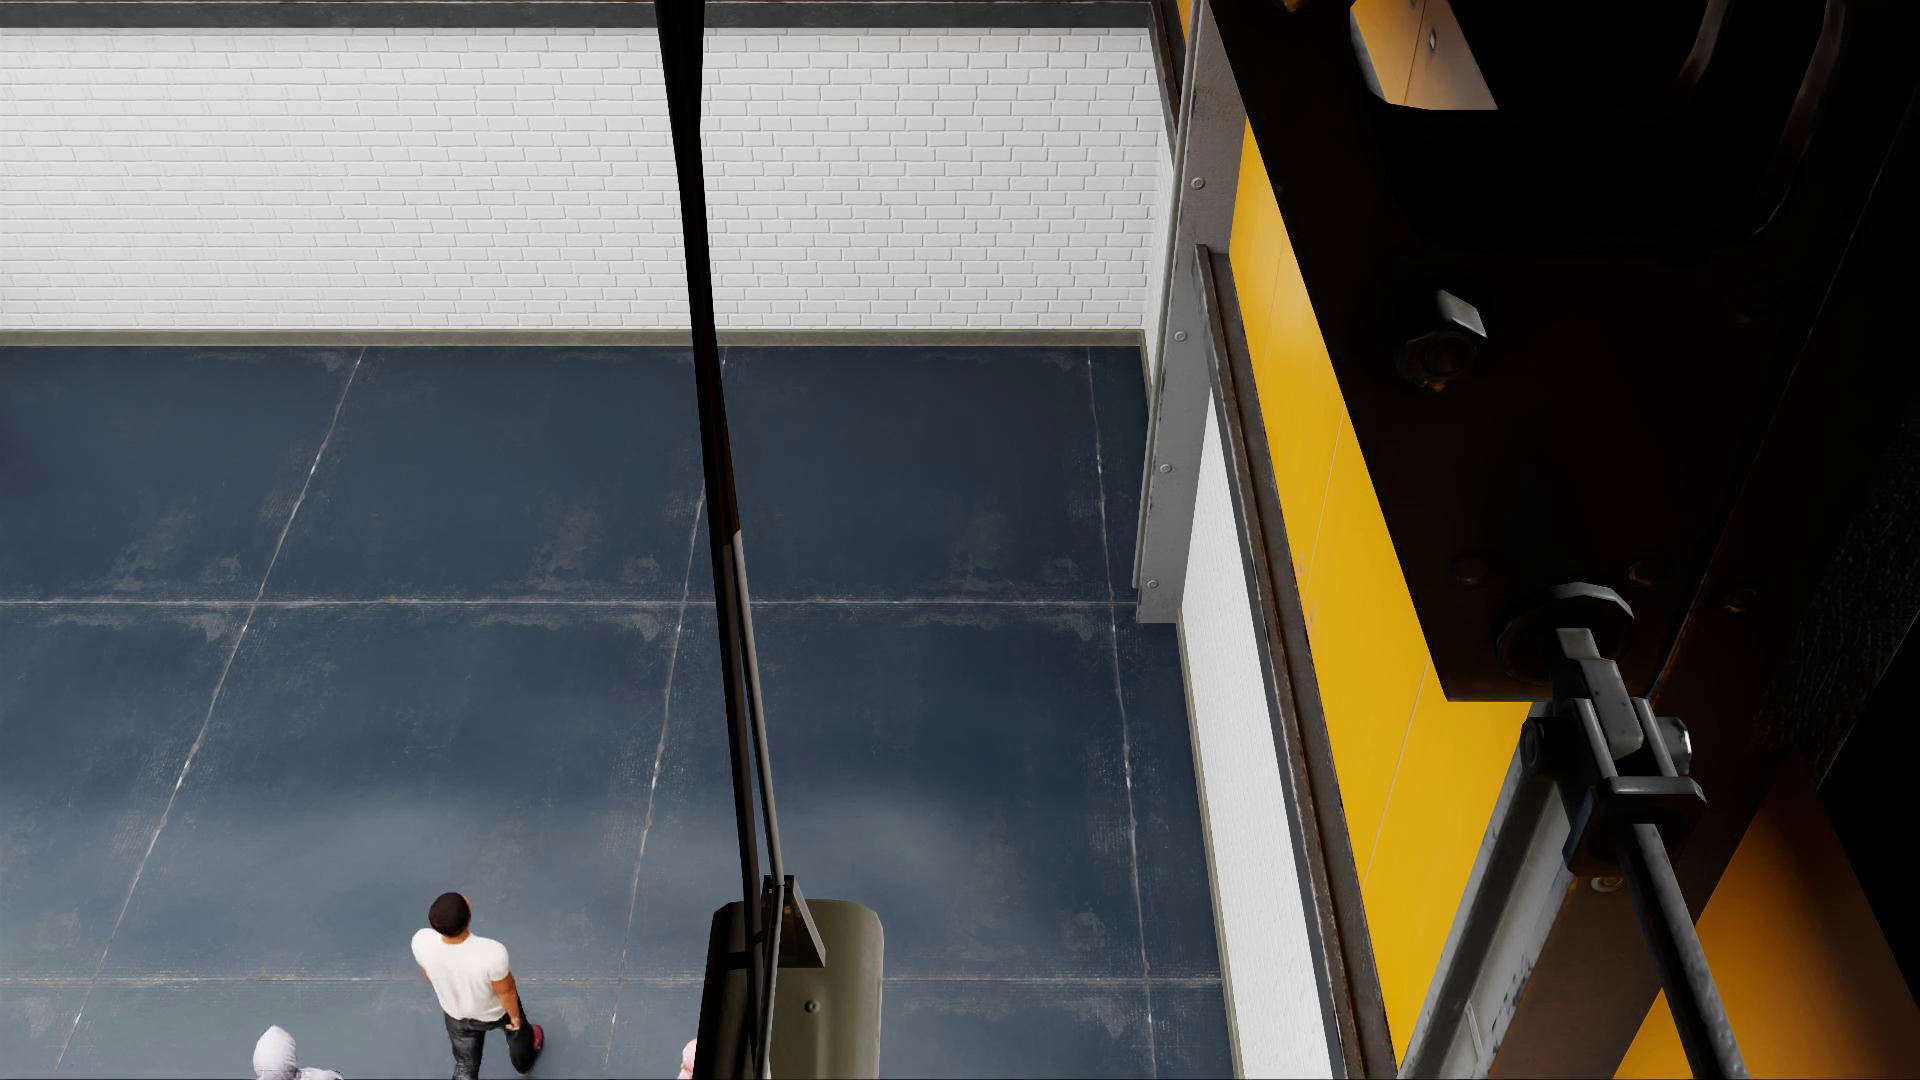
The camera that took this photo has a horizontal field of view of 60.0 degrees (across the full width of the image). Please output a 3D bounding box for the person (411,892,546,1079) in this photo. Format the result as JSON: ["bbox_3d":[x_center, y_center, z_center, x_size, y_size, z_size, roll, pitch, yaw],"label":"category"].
[{"bbox_3d":[-2.451,2.396,8.310,0.675,1.777,1.094,2,44,2],"label":"person"}]

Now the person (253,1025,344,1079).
[{"bbox_3d":[-2.990,2.932,7.761,0.637,1.759,0.764,-3,44,-3],"label":"person"}]
